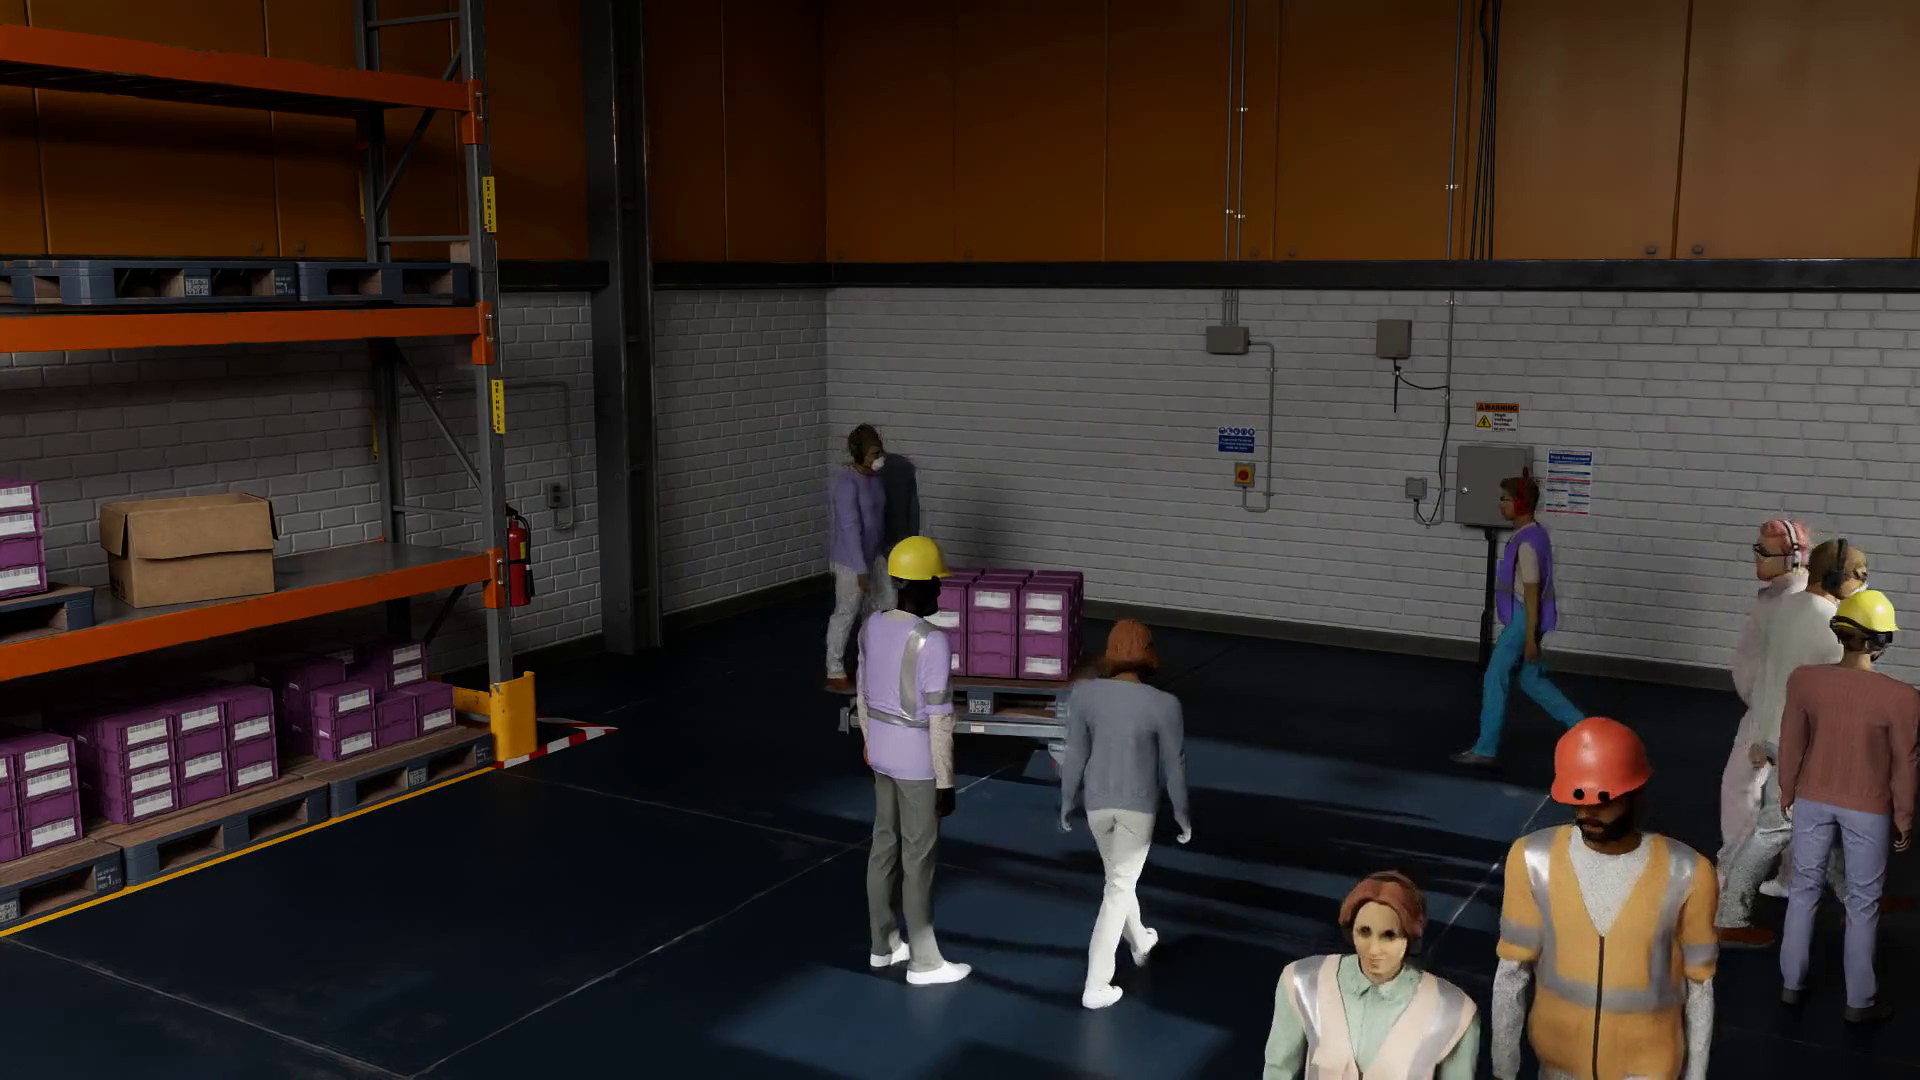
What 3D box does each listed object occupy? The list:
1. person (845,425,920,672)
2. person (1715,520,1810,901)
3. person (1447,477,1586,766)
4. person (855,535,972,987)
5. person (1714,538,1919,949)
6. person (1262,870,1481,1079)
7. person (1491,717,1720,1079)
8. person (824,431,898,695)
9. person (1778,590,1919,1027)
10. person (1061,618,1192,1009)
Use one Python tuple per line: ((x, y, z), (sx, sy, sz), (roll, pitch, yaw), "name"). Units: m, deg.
((-0.589, 0.068, 12.679), (0.715, 1.897, 0.376), (-7, 11, -36), "person")
((3.885, 0.823, 7.984), (0.553, 1.880, 0.746), (7, 11, 36), "person")
((3.494, 0.517, 10.121), (0.852, 1.816, 0.575), (3, 10, 20), "person")
((-0.207, 0.936, 7.132), (0.386, 1.927, 0.589), (-7, 12, -38), "person")
((3.856, 0.919, 7.424), (1.017, 1.869, 0.617), (1, 9, 3), "person")
((1.025, 1.575, 4.177), (0.506, 1.598, 0.870), (5, 10, 26), "person")
((1.752, 1.378, 4.552), (0.549, 1.883, 1.026), (5, 10, 29), "person")
((-0.621, 0.186, 11.883), (0.841, 1.909, 0.647), (5, 10, 27), "person")
((3.607, 1.076, 6.769), (0.327, 1.765, 0.531), (-8, 12, -41), "person")
((0.719, 1.116, 7.007), (0.539, 1.587, 0.795), (5, 11, 30), "person")
